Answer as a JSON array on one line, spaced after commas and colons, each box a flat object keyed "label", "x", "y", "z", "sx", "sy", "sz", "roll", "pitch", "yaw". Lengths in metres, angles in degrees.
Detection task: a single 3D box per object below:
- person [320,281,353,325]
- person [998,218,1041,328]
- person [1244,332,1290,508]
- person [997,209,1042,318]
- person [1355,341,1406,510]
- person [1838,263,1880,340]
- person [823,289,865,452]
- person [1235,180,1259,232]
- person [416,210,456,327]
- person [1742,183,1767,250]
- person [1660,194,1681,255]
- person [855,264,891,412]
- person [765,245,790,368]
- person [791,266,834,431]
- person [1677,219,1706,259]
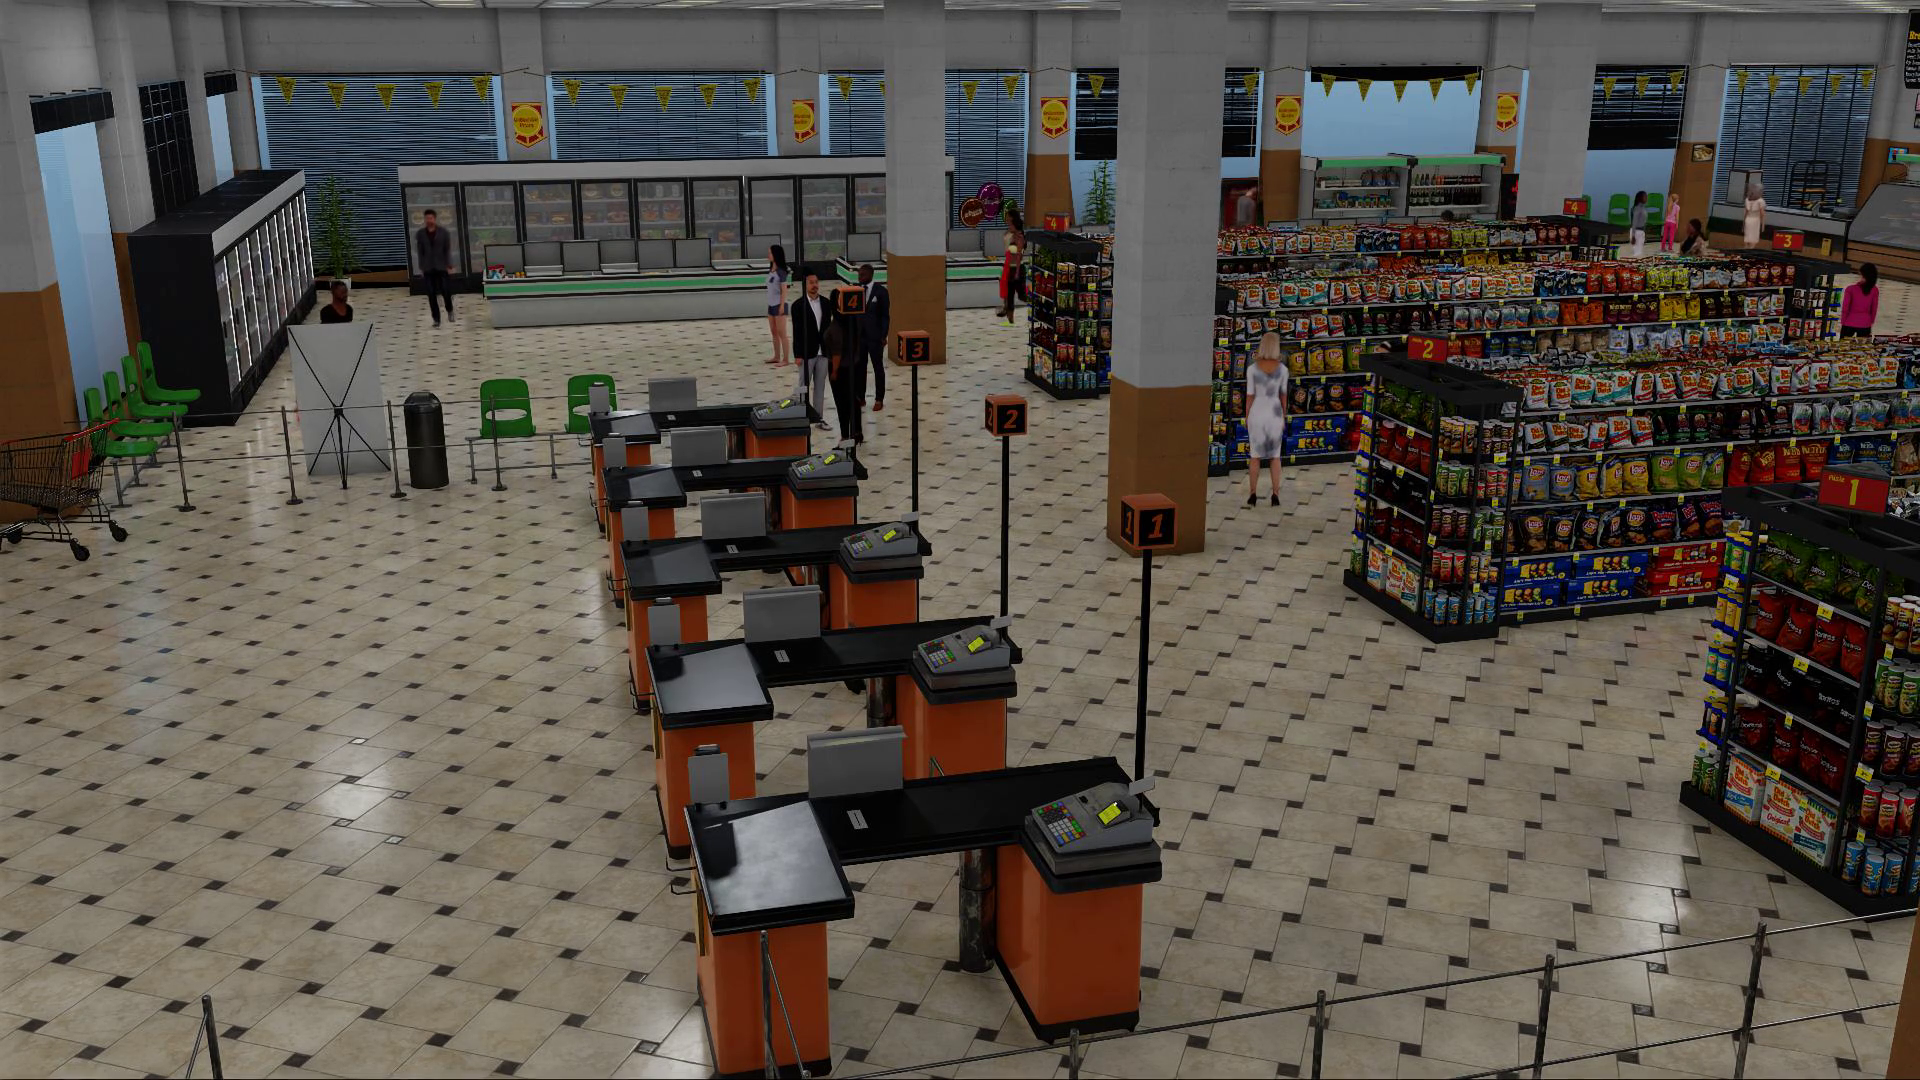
[{"label": "person", "x": -7.385, "y": -2.151, "z": 19.577, "sx": 0.876, "sy": 1.781, "sz": 0.816, "roll": 9, "pitch": 19, "yaw": 28}, {"label": "person", "x": 1.013, "y": -4.257, "z": 26.590, "sx": 0.978, "sy": 1.735, "sz": 0.551, "roll": -4, "pitch": 17, "yaw": -14}, {"label": "person", "x": 3.033, "y": -1.192, "z": 16.486, "sx": 0.562, "sy": 1.742, "sz": 0.691, "roll": 2, "pitch": 17, "yaw": 6}, {"label": "person", "x": 0.973, "y": -4.555, "z": 27.507, "sx": 1.021, "sy": 1.774, "sz": 0.616, "roll": -6, "pitch": 18, "yaw": -18}, {"label": "person", "x": 3.995, "y": -0.977, "z": 15.658, "sx": 0.787, "sy": 1.813, "sz": 0.760, "roll": -8, "pitch": 19, "yaw": -26}, {"label": "person", "x": 11.781, "y": -2.795, "z": 21.845, "sx": 0.639, "sy": 1.696, "sz": 0.738, "roll": 3, "pitch": 17, "yaw": 11}, {"label": "person", "x": -1.288, "y": -1.917, "z": 18.707, "sx": 0.804, "sy": 1.840, "sz": 0.744, "roll": 9, "pitch": 19, "yaw": 28}, {"label": "person", "x": 5.343, "y": -5.876, "z": 31.667, "sx": 0.863, "sy": 1.884, "sz": 0.823, "roll": -10, "pitch": 20, "yaw": -30}, {"label": "person", "x": -8.433, "y": -4.379, "z": 26.777, "sx": 0.722, "sy": 1.861, "sz": 0.789, "roll": -2, "pitch": 17, "yaw": -7}, {"label": "person", "x": 15.652, "y": -6.164, "z": 32.870, "sx": 0.745, "sy": 1.737, "sz": 0.681, "roll": -9, "pitch": 19, "yaw": -28}, {"label": "person", "x": 15.333, "y": -6.832, "z": 35.873, "sx": 0.546, "sy": 1.269, "sz": 0.526, "roll": -10, "pitch": 19, "yaw": -29}, {"label": "person", "x": -1.141, "y": -2.553, "z": 20.827, "sx": 0.760, "sy": 1.824, "sz": 0.841, "roll": 8, "pitch": 19, "yaw": 24}, {"label": "person", "x": -2.590, "y": -3.335, "z": 23.605, "sx": 0.624, "sy": 1.706, "sz": 0.655, "roll": -10, "pitch": 20, "yaw": -31}, {"label": "person", "x": -1.747, "y": -1.953, "z": 19.725, "sx": 0.648, "sy": 1.316, "sz": 0.827, "roll": -11, "pitch": 20, "yaw": -33}, {"label": "person", "x": 11.521, "y": -4.133, "z": 26.161, "sx": 1.073, "sy": 1.748, "sz": 0.585, "roll": -5, "pitch": 18, "yaw": -16}]
